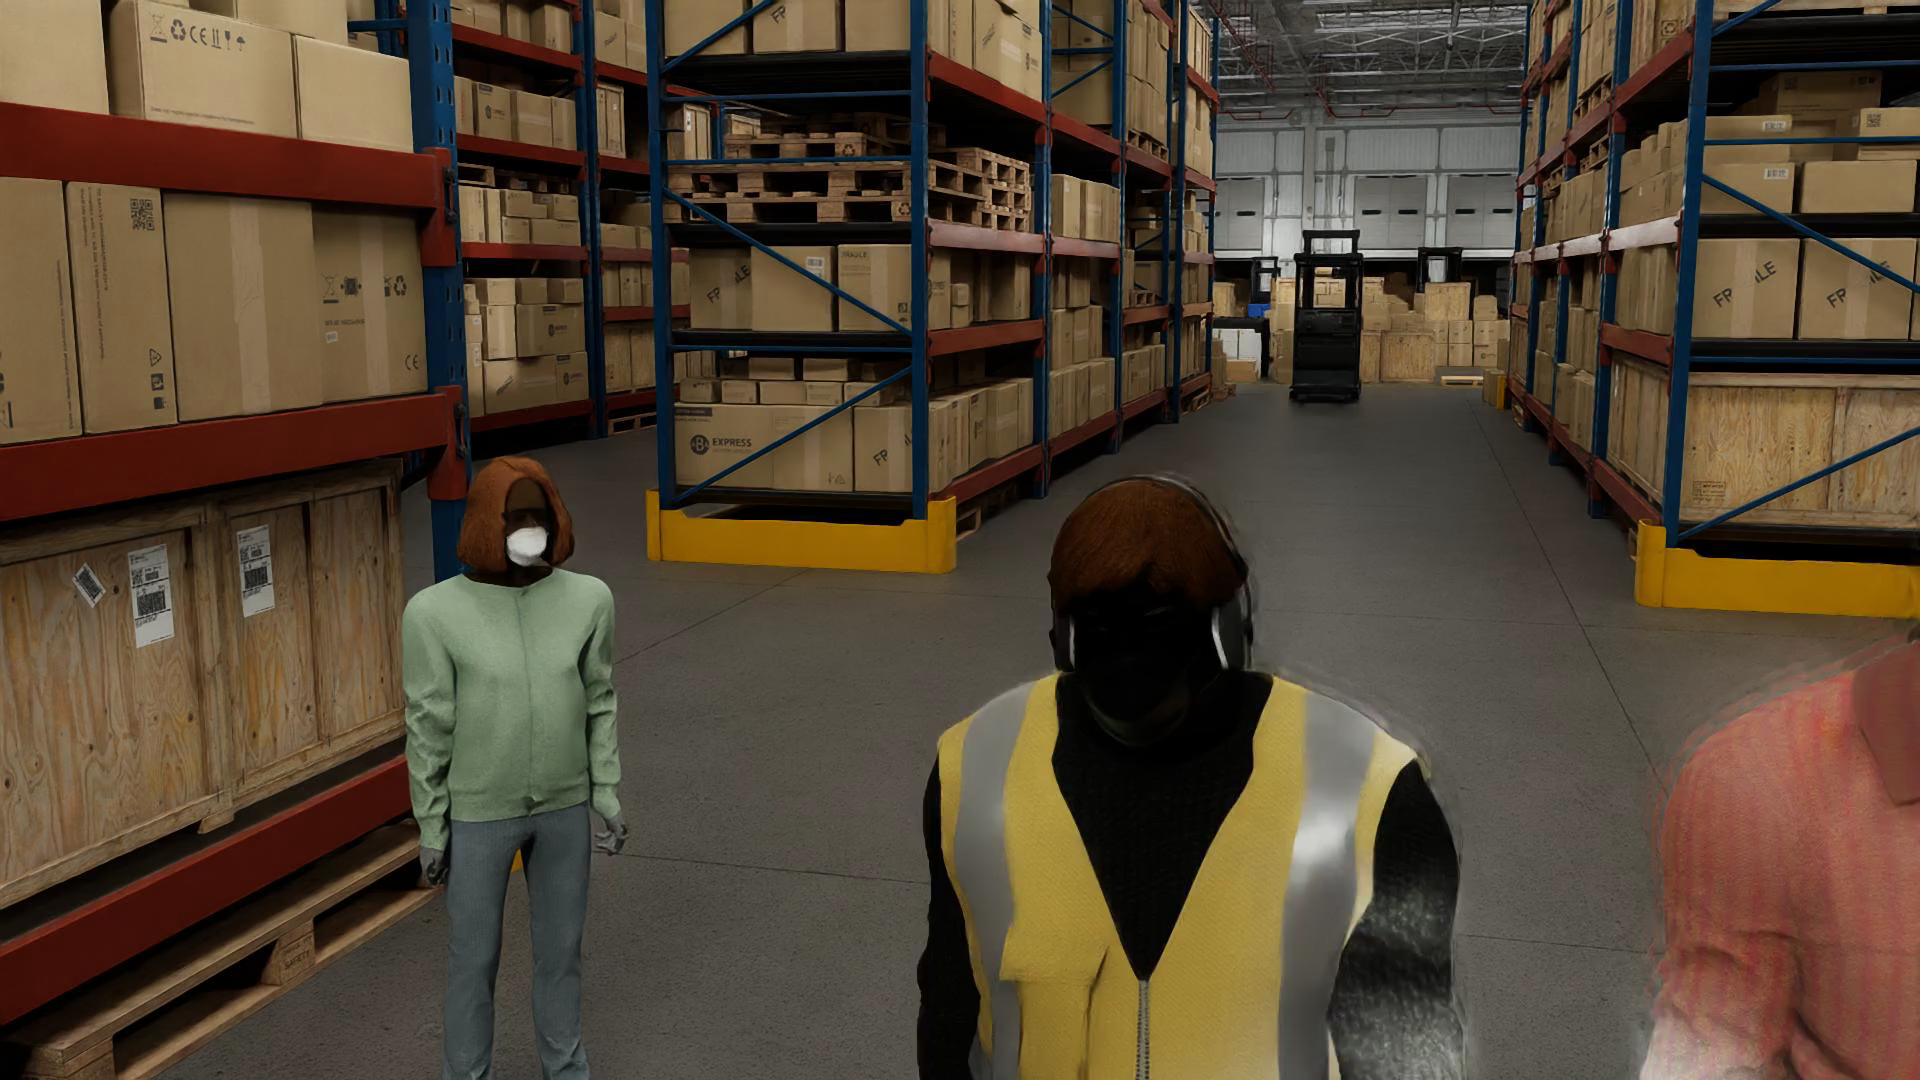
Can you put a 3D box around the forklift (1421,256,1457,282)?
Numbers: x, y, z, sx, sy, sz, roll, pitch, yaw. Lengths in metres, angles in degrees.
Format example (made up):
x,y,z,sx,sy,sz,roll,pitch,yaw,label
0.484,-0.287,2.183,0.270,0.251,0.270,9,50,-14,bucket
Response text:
x,y,z,sx,sy,sz,roll,pitch,yaw,label
12.457,-6.235,43.383,1.129,2.768,1.873,2,9,15,forklift

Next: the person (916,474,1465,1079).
x,y,z,sx,sy,sz,roll,pitch,yaw,label
0.221,0.837,1.867,0.649,1.806,0.855,2,9,14,person

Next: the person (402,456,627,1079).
x,y,z,sx,sy,sz,roll,pitch,yaw,label
-0.992,0.623,3.763,0.497,1.633,0.285,-7,11,-37,person

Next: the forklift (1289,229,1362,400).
x,y,z,sx,sy,sz,roll,pitch,yaw,label
6.189,-3.797,27.893,1.129,2.768,1.873,2,9,15,forklift

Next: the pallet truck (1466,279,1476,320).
x,y,z,sx,sy,sz,roll,pitch,yaw,label
18.896,-8.459,60.307,1.885,1.965,0.823,5,10,31,pallet truck

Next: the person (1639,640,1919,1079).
x,y,z,sx,sy,sz,roll,pitch,yaw,label
1.017,0.827,1.685,0.665,1.890,0.549,3,9,16,person

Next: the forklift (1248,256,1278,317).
x,y,z,sx,sy,sz,roll,pitch,yaw,label
11.207,-9.047,61.251,1.129,2.768,1.873,2,9,15,forklift
